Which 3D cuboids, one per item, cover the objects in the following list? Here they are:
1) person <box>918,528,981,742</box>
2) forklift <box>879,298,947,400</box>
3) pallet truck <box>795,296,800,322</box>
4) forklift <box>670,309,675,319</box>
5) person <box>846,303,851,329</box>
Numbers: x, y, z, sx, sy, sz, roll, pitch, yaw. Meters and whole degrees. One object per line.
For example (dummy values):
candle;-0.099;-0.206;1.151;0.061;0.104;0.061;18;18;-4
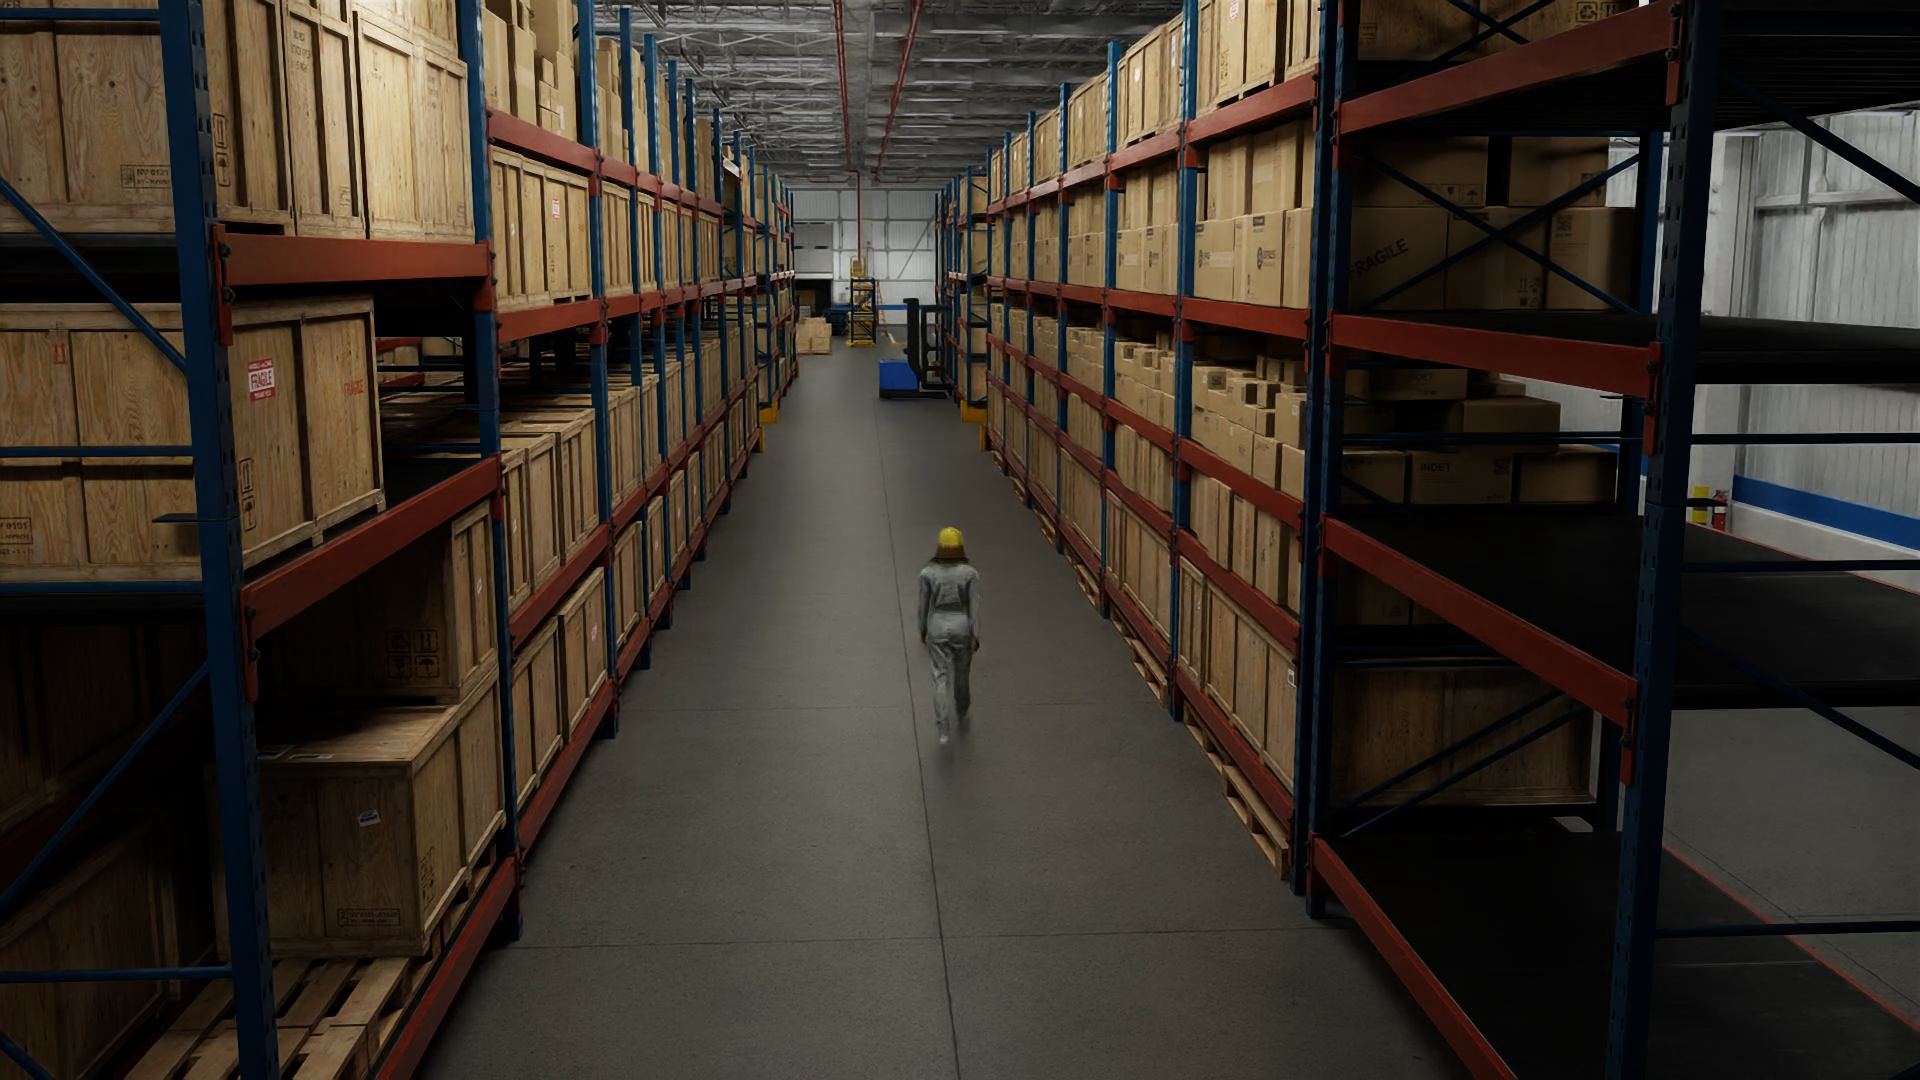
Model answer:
person;-0.084;0.739;13.557;0.508;1.689;0.889;1;10;4
forklift;-1.330;-5.354;46.452;1.873;2.768;1.129;-1;10;-3
pallet truck;-8.622;-12.439;91.403;1.885;1.965;0.823;2;10;13
forklift;-9.866;-7.433;58.868;1.873;2.768;1.129;-9;13;-43
person;-5.935;-11.829;88.745;0.731;1.666;0.532;-4;10;-23
